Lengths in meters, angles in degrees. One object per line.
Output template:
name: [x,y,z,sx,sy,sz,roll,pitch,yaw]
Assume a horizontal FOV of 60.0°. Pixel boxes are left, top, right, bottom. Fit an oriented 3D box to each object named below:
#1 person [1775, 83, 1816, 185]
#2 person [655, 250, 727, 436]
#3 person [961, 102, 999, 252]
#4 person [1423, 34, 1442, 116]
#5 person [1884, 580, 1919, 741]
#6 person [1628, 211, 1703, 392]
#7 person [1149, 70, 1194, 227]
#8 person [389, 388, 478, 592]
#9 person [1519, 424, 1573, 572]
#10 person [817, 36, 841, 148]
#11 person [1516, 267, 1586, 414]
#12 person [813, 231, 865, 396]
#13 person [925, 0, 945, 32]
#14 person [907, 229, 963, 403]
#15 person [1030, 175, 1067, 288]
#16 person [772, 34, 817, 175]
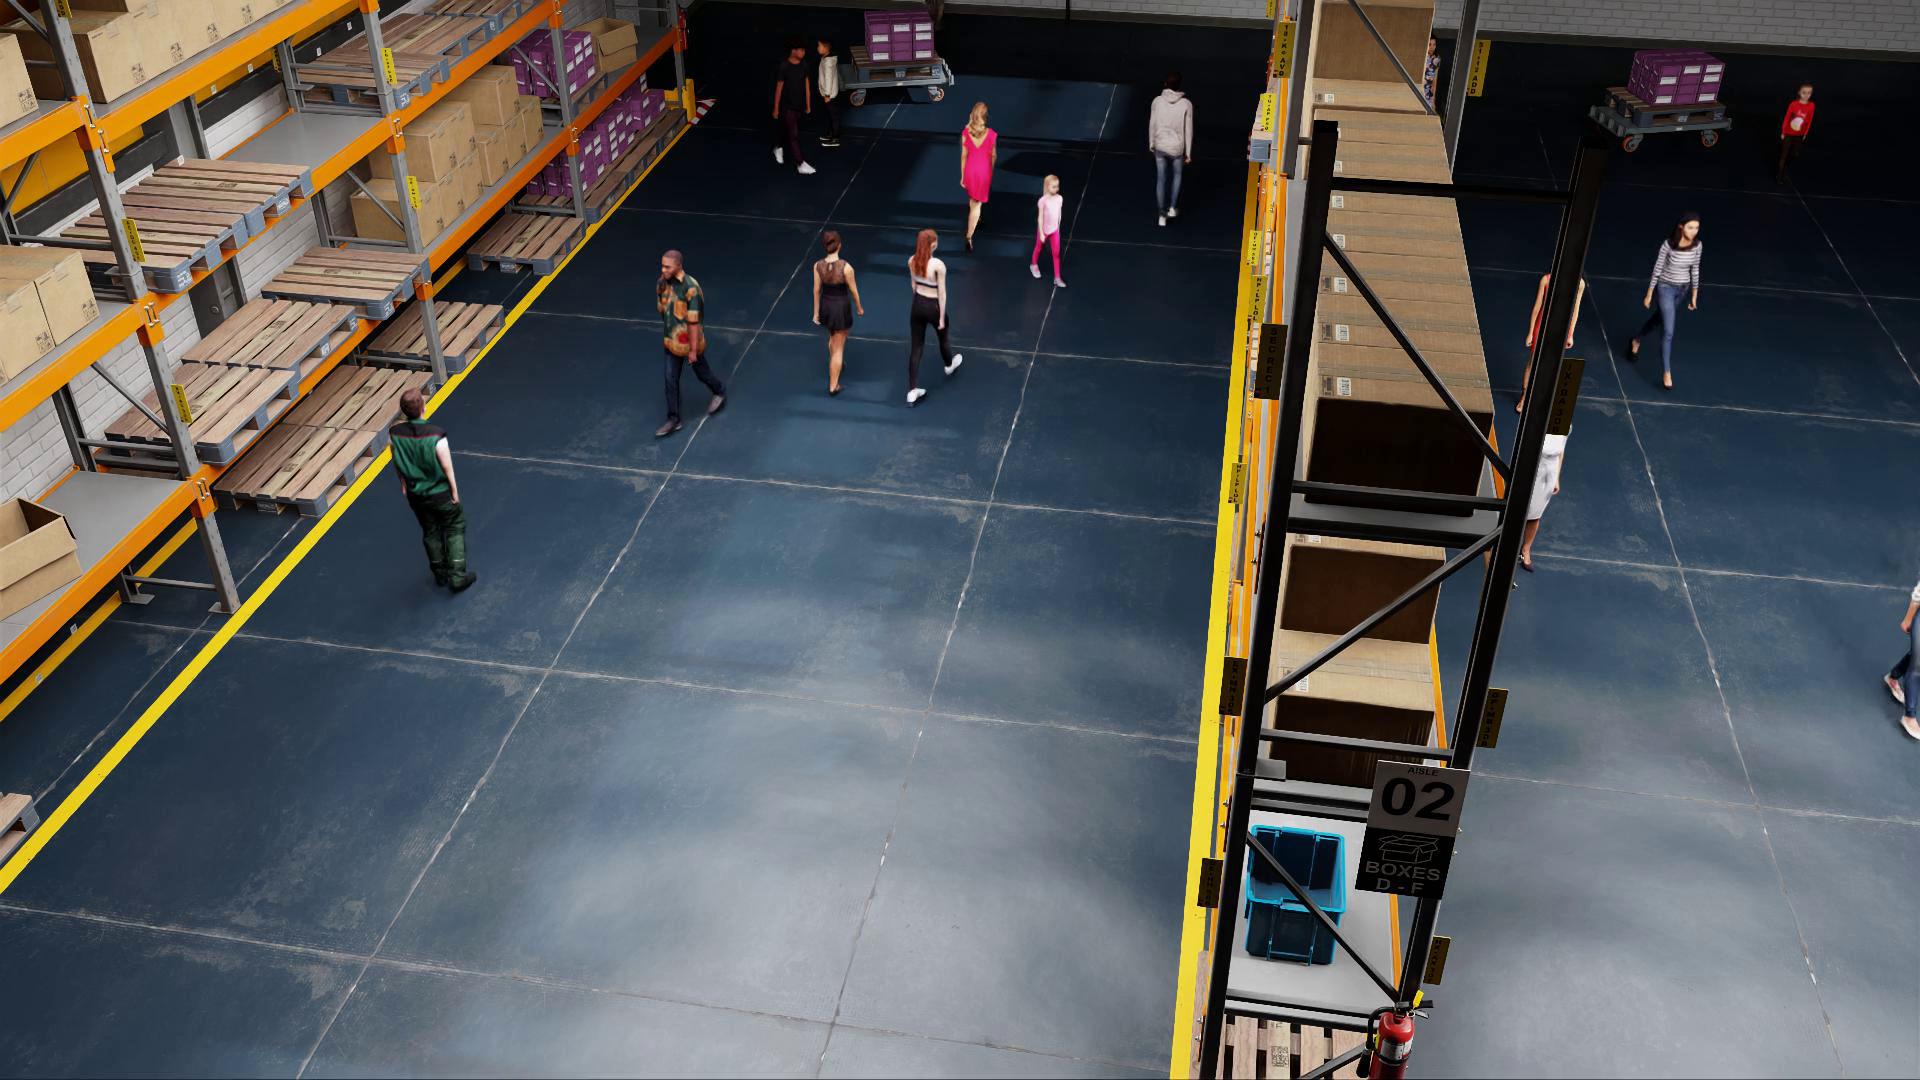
person: [10.599,-5.189,21.164,0.489,1.272,0.651,6,34,9]
person: [-2.549,-1.920,15.792,0.960,1.775,1.261,18,38,25]
person: [0.178,-4.164,19.251,0.684,1.684,1.079,11,35,15]
person: [5.938,-5.657,21.453,0.679,1.733,0.692,-13,36,-18]
person: [7.121,0.527,12.175,0.718,1.704,1.009,0,34,-1]
person: [7.050,-2.455,16.626,0.882,1.743,1.202,-6,34,-8]
person: [2.477,-4.629,19.812,0.704,1.837,0.731,8,34,11]
person: [-4.286,-0.395,13.439,0.669,1.842,0.645,3,34,4]
person: [4.732,-0.509,13.693,0.623,1.750,0.599,-4,34,-6]
person: [-1.740,-6.018,22.248,0.697,1.453,0.542,-5,34,-7]
person: [5.695,-2.015,15.987,0.585,1.719,0.491,5,34,8]
person: [-1.267,-2.196,16.314,0.679,1.658,0.871,15,36,21]
person: [-0.351,-8.934,26.498,0.714,1.605,0.652,19,38,26]
person: [-0.372,-2.155,16.223,0.908,1.690,1.244,19,38,26]
person: [0.951,-3.499,18.645,0.781,1.247,0.925,-15,36,-21]
person: [-2.216,-5.640,21.428,1.174,1.732,1.152,-24,41,-32]
